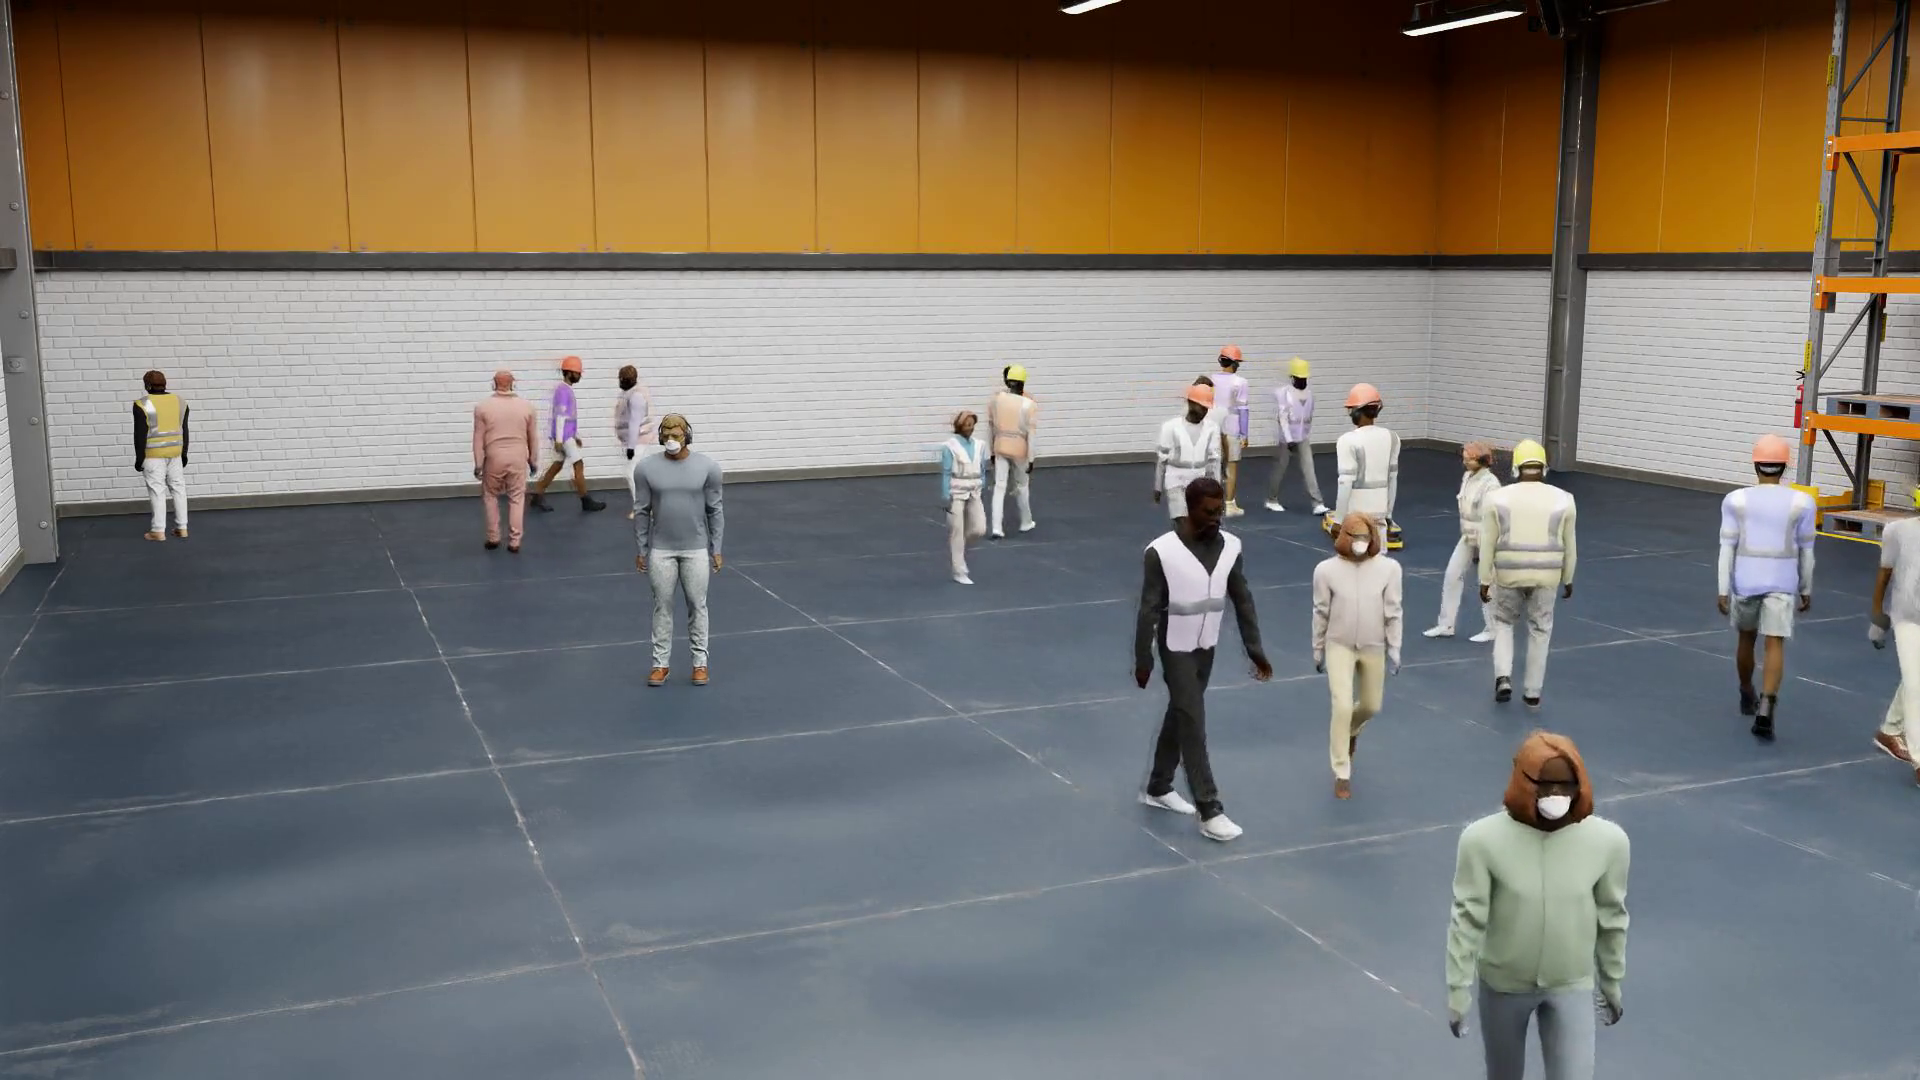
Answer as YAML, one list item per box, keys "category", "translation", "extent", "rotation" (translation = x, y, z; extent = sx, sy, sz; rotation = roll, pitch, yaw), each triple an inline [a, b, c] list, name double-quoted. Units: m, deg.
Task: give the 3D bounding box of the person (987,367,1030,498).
- category: "person"
  translation: [0.616, -1.388, 21.345]
  extent: [0.557, 1.666, 0.725]
  rotation: [-4, 10, -23]

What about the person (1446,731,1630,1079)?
- category: "person"
  translation: [1.707, 1.362, 4.898]
  extent: [0.528, 1.591, 0.832]
  rotation: [2, 10, 11]

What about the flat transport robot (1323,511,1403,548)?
- category: "flat transport robot"
  translation: [4.328, -0.123, 17.931]
  extent: [0.652, 0.197, 1.431]
  rotation: [1, 9, 5]

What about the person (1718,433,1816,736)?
- category: "person"
  translation: [5.144, 0.270, 10.649]
  extent: [0.552, 1.909, 0.954]
  rotation: [5, 11, 28]

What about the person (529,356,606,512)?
- category: "person"
  translation: [-4.787, -1.268, 20.007]
  extent: [0.889, 1.893, 0.551]
  rotation: [-3, 10, -16]

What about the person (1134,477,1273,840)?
- category: "person"
  translation: [1.283, 0.601, 8.706]
  extent: [0.627, 1.865, 0.950]
  rotation: [-7, 11, -35]

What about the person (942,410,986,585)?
- category: "person"
  translation: [0.017, -0.401, 15.516]
  extent: [0.517, 1.630, 0.414]
  rotation: [-7, 12, -37]

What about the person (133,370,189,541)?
- category: "person"
  translation: [-8.654, -0.918, 18.008]
  extent: [0.429, 1.841, 0.633]
  rotation: [5, 11, 30]

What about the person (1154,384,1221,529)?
- category: "person"
  translation: [2.102, -0.495, 15.287]
  extent: [0.561, 1.883, 0.831]
  rotation: [-2, 10, -14]

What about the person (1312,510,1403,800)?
- category: "person"
  translation: [2.242, 0.609, 9.476]
  extent: [0.494, 1.608, 0.694]
  rotation: [1, 9, 4]

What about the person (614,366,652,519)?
- category: "person"
  translation: [-3.821, -1.147, 19.537]
  extent: [0.468, 1.807, 0.688]
  rotation: [-3, 10, -15]

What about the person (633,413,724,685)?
- category: "person"
  translation: [-1.980, 0.068, 11.736]
  extent: [0.632, 1.938, 0.359]
  rotation: [0, 9, -3]

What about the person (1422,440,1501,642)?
- category: "person"
  translation: [3.960, 0.023, 12.968]
  extent: [0.698, 1.606, 0.542]
  rotation: [-2, 10, -11]

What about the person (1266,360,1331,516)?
- category: "person"
  translation: [4.008, -1.217, 19.800]
  extent: [0.580, 1.860, 0.991]
  rotation: [-4, 10, -23]

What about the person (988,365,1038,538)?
- category: "person"
  translation: [0.565, -0.968, 18.214]
  extent: [0.605, 1.883, 0.978]
  rotation: [3, 10, 19]

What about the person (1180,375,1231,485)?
- category: "person"
  translation: [2.479, -0.748, 16.927]
  extent: [0.555, 1.857, 0.402]
  rotation: [-1, 9, -4]

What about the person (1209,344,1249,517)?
- category: "person"
  translation: [3.176, -1.294, 19.709]
  extent: [0.609, 2.034, 0.400]
  rotation: [9, 13, 43]

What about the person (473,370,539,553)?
- category: "person"
  translation: [-4.726, -0.821, 17.265]
  extent: [0.685, 1.888, 0.650]
  rotation: [-5, 10, -25]

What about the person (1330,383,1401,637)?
- category: "person"
  translation: [3.176, -0.220, 13.177]
  extent: [0.615, 2.038, 0.396]
  rotation: [-5, 11, -30]

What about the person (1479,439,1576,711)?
- category: "person"
  translation: [3.782, 0.235, 11.105]
  extent: [0.614, 1.813, 0.428]
  rotation: [3, 10, 17]

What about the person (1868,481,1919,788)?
- category: "person"
  translation: [5.594, 0.485, 9.631]
  extent: [0.538, 1.807, 1.020]
  rotation: [2, 10, 10]
